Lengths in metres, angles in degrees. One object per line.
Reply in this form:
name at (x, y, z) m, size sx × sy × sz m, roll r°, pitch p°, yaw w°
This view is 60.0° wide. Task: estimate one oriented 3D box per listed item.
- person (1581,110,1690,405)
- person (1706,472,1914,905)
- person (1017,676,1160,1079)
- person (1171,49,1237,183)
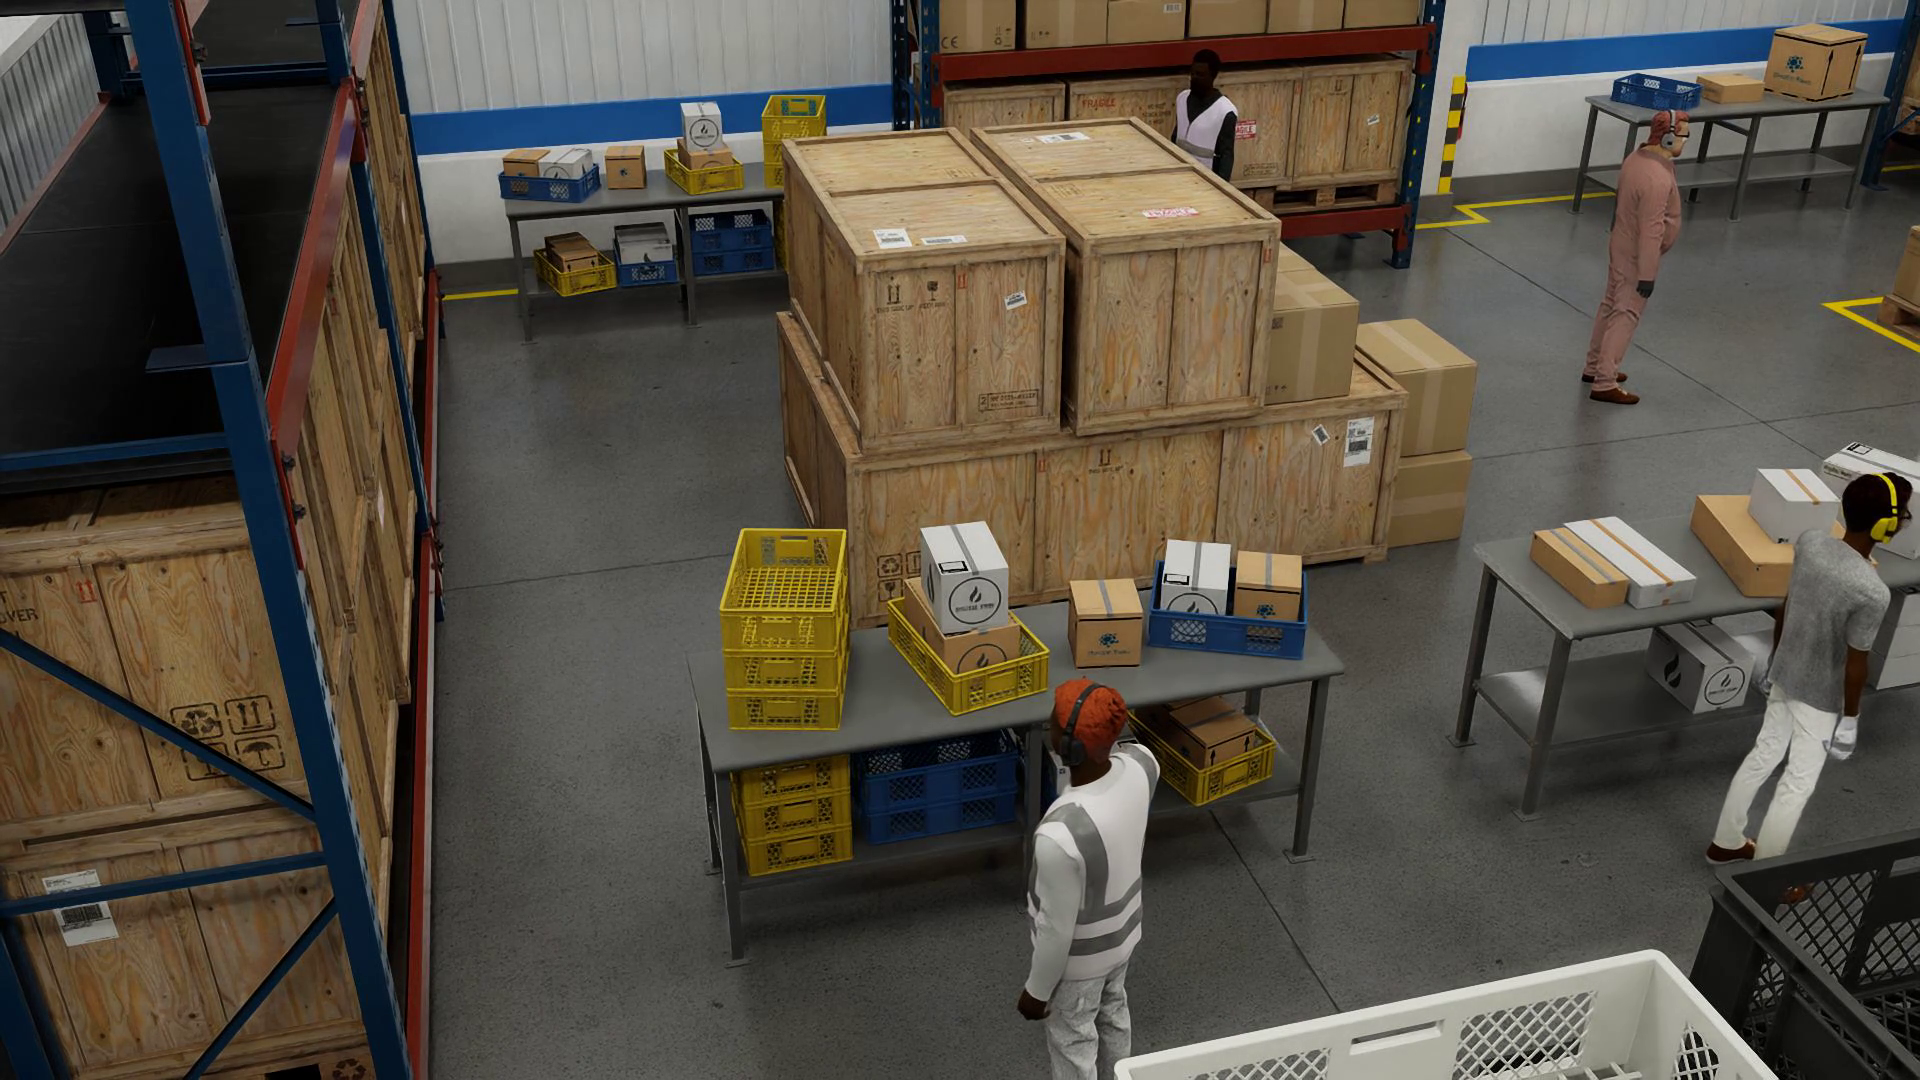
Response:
person at (4.388, -1.819, 10.716) m, size 0.401 × 1.900 × 0.639 m, roll 4°, pitch 29°, yaw 7°
person at (3.276, 0.582, 6.400) m, size 0.319 × 1.861 × 0.513 m, roll -4°, pitch 29°, yaw -8°
person at (0.375, 1.239, 5.182) m, size 0.356 × 1.883 × 0.574 m, roll 17°, pitch 33°, yaw 28°
person at (1.740, -2.601, 12.112) m, size 0.392 × 1.922 × 0.591 m, roll -20°, pitch 34°, yaw -31°
